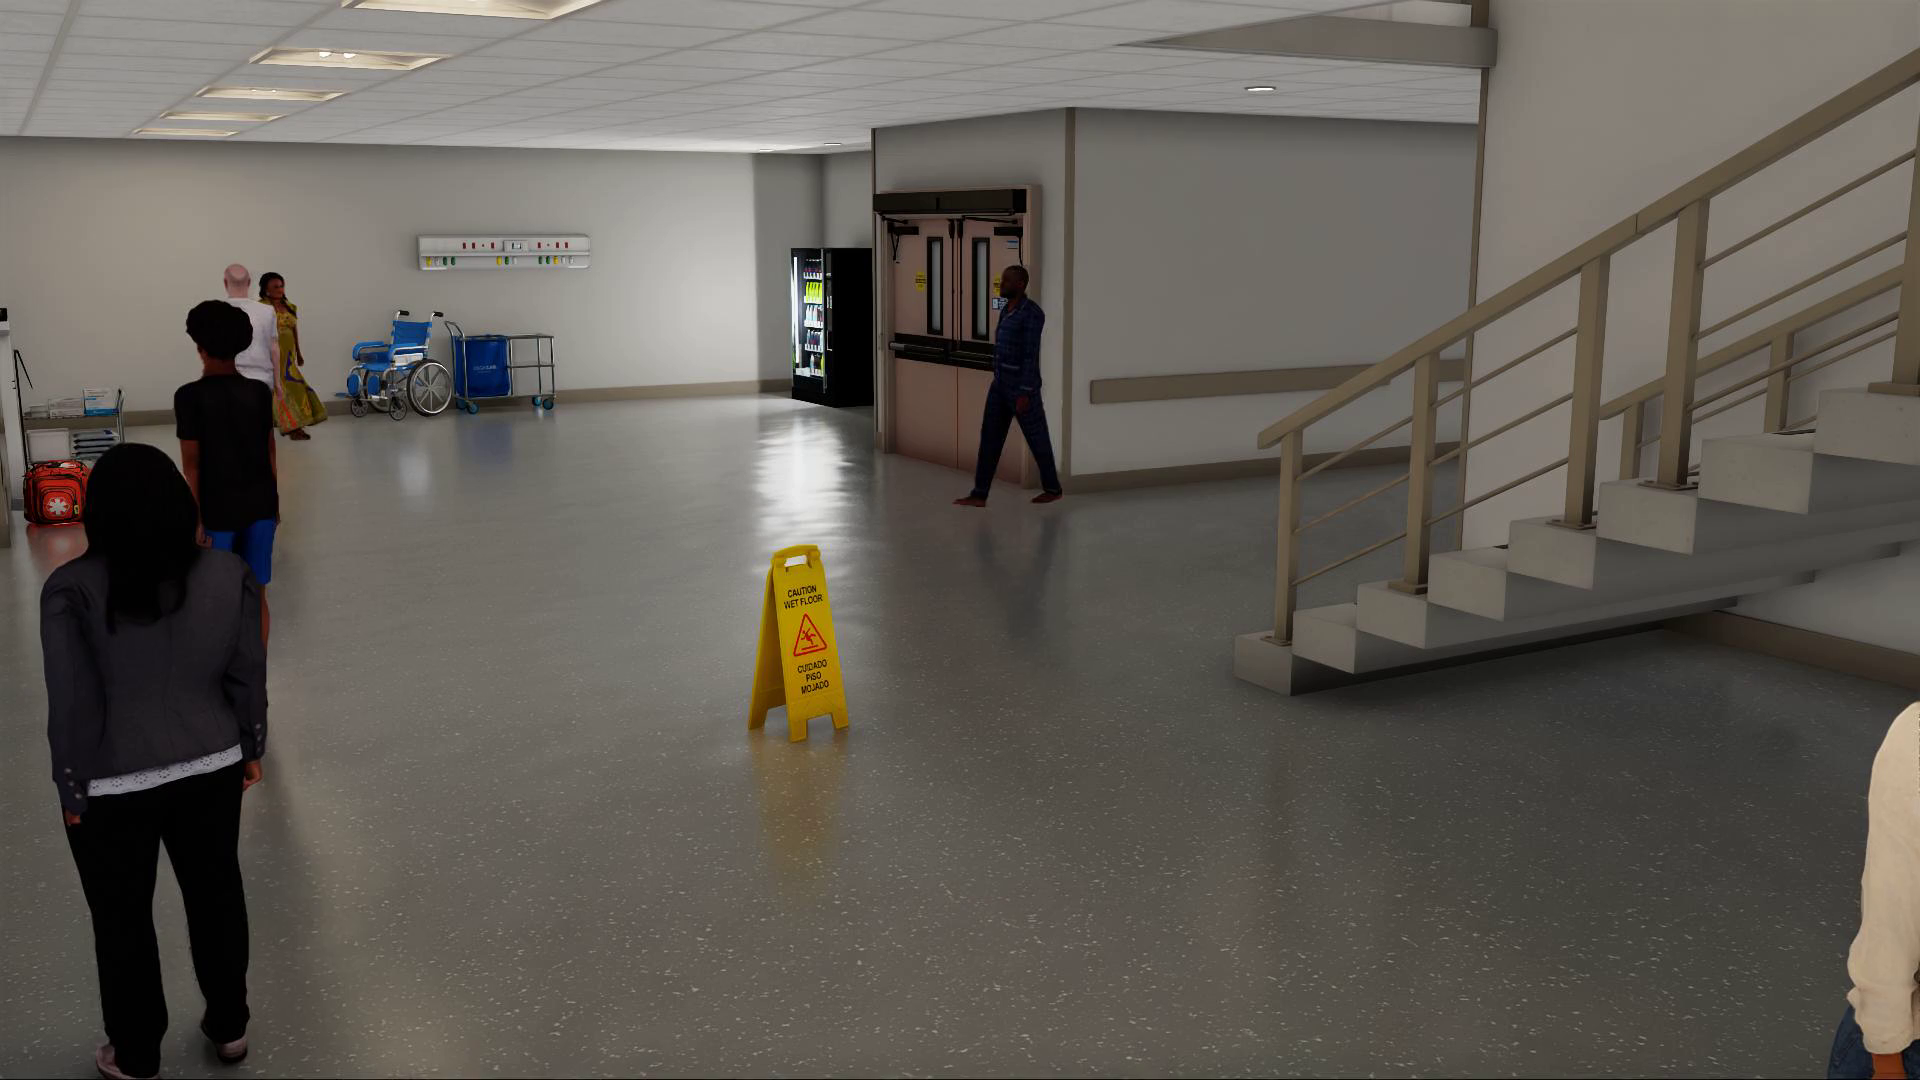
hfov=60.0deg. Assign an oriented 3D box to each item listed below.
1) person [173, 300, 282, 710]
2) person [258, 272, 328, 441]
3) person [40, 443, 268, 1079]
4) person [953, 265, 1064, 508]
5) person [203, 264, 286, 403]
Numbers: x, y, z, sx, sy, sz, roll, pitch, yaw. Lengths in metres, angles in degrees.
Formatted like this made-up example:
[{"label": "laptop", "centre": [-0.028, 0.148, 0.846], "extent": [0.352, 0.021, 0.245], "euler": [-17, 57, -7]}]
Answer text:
[{"label": "person", "centre": [-3.100, -0.126, 7.172], "extent": [0.663, 1.786, 0.686], "euler": [-10, 15, -42]}, {"label": "person", "centre": [-6.783, -1.795, 16.400], "extent": [1.417, 1.626, 1.254], "euler": [4, 12, 22]}, {"label": "person", "centre": [-1.981, 0.554, 4.096], "extent": [0.748, 1.597, 0.745], "euler": [10, 15, 43]}, {"label": "person", "centre": [0.502, -1.092, 12.319], "extent": [0.741, 1.765, 1.068], "euler": [-6, 12, -29]}, {"label": "person", "centre": [-5.251, -1.088, 12.251], "extent": [0.755, 1.783, 1.214], "euler": [-8, 13, -35]}]
